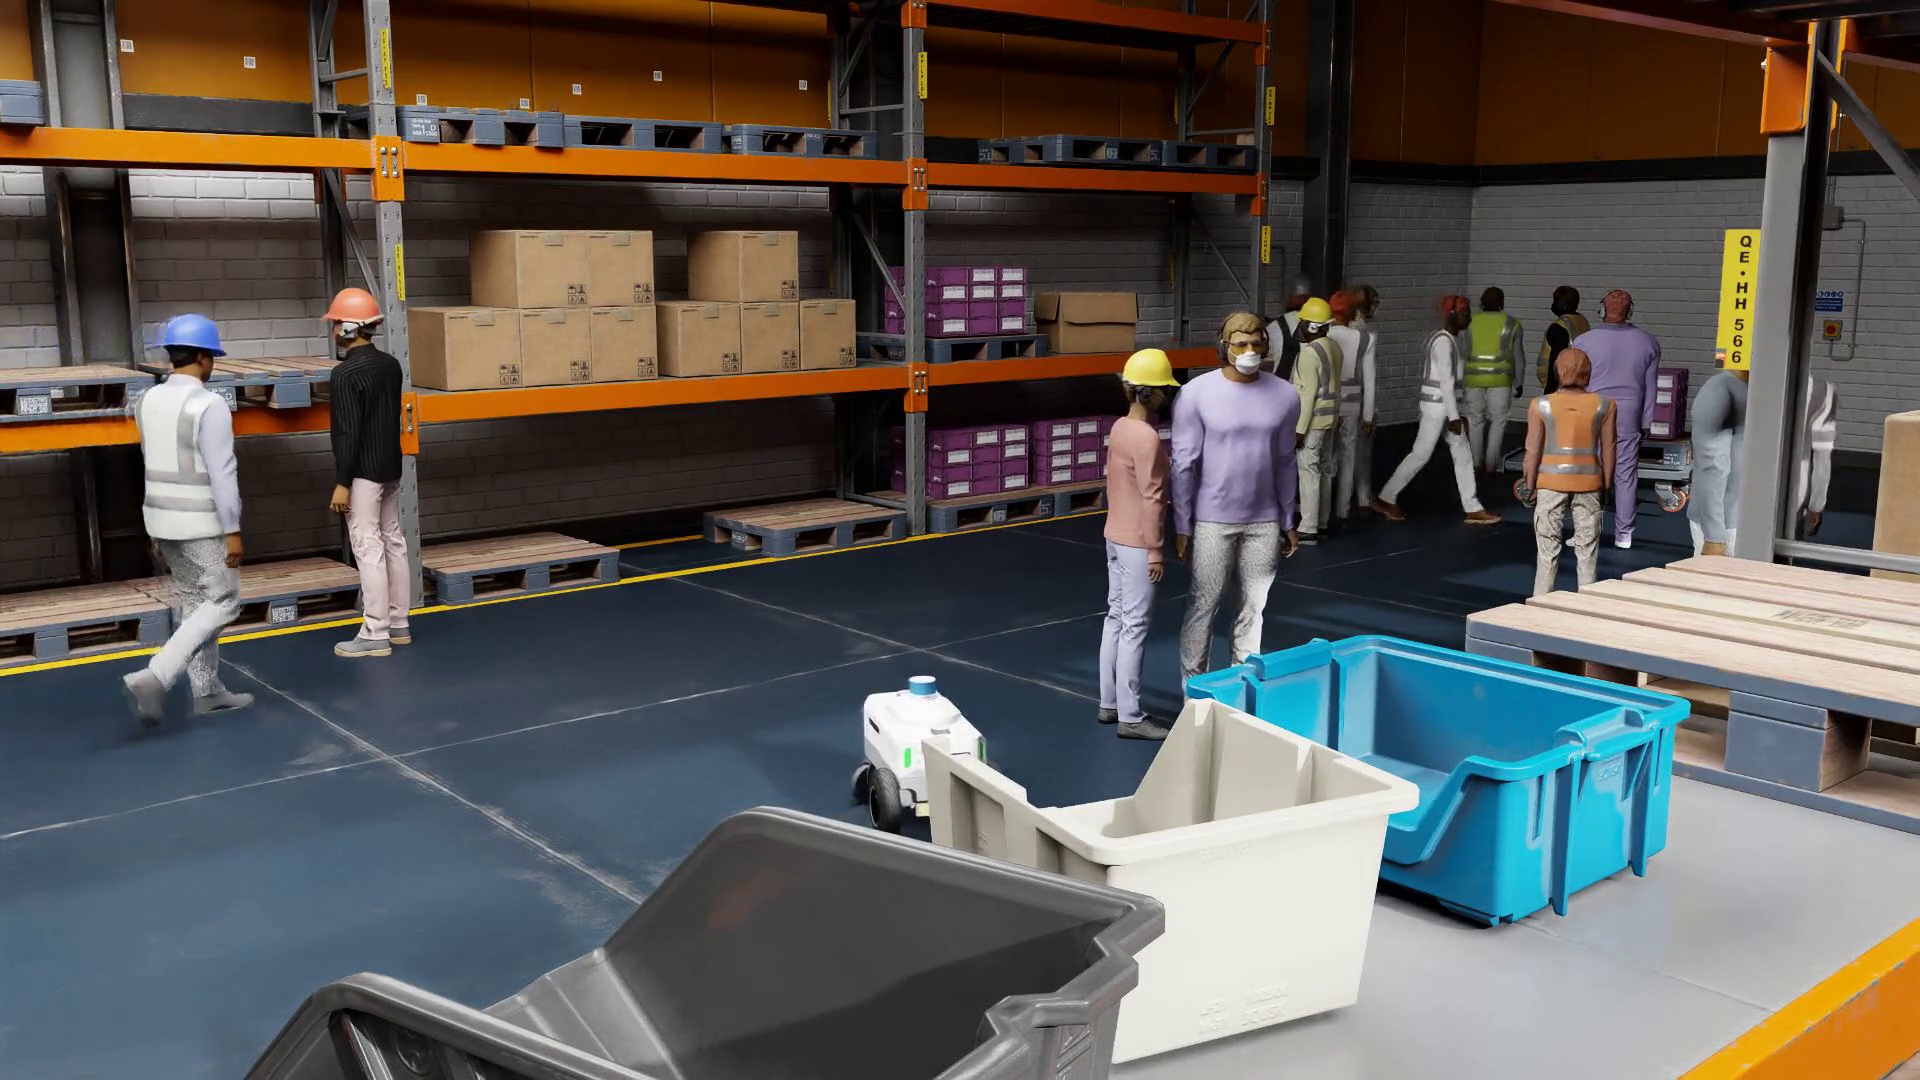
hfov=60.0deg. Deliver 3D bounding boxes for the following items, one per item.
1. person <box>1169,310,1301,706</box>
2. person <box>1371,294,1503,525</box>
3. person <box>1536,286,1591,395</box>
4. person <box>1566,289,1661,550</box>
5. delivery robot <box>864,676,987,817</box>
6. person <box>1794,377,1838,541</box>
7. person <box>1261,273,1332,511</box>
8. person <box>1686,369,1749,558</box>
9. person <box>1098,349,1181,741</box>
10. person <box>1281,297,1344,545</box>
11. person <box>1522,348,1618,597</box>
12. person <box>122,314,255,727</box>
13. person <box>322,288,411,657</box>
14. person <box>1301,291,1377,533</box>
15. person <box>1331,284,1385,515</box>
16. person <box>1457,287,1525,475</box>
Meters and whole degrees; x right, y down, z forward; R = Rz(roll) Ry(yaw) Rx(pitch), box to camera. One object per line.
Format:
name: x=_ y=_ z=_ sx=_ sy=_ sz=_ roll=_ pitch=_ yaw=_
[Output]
person: x=1.257 y=-0.078 z=7.611 sx=0.633 sy=1.938 sz=0.356 roll=-3 pitch=11 yaw=-16
person: x=3.802 y=-1.037 z=13.277 sx=0.986 sy=1.846 sz=0.575 roll=5 pitch=11 yaw=26
person: x=5.587 y=-1.435 z=15.489 sx=0.429 sy=1.844 sz=0.624 roll=8 pitch=13 yaw=40
person: x=4.725 y=-0.867 z=12.124 sx=0.646 sy=1.908 sz=0.408 roll=0 pitch=10 yaw=2
delivery robot: x=-0.144 y=0.771 z=6.468 sx=0.477 sy=0.478 sz=0.707 roll=-3 pitch=10 yaw=-15
person: x=4.287 y=-0.267 z=8.821 sx=0.549 sy=1.882 sz=0.970 roll=3 pitch=11 yaw=17
person: x=2.781 y=-1.193 z=13.570 sx=0.687 sy=2.000 sz=0.908 roll=9 pitch=14 yaw=43
person: x=3.476 y=-0.054 z=7.481 sx=0.372 sy=1.940 sz=0.631 roll=9 pitch=14 yaw=42
person: x=0.826 y=0.018 z=7.561 sx=0.325 sy=1.767 sz=0.533 roll=-2 pitch=10 yaw=-12
person: x=2.620 y=-0.883 z=12.405 sx=0.404 sy=1.837 sz=0.596 roll=6 pitch=12 yaw=31
person: x=3.517 y=-0.285 z=9.618 sx=0.512 sy=1.638 sz=0.312 roll=2 pitch=10 yaw=12
person: x=-3.580 y=-0.073 z=7.640 sx=0.654 sy=1.918 sz=0.642 roll=6 pitch=12 yaw=30
person: x=-3.230 y=-0.365 z=9.056 sx=0.375 sy=1.997 sz=0.611 roll=1 pitch=10 yaw=7
person: x=2.904 y=-1.000 z=13.020 sx=0.631 sy=1.867 sz=0.727 roll=0 pitch=10 yaw=2
person: x=3.162 y=-1.118 z=13.520 sx=0.833 sy=1.913 sz=0.637 roll=-2 pitch=10 yaw=-10
person: x=5.082 y=-1.511 z=15.980 sx=0.654 sy=1.835 sz=0.477 roll=5 pitch=11 yaw=28
